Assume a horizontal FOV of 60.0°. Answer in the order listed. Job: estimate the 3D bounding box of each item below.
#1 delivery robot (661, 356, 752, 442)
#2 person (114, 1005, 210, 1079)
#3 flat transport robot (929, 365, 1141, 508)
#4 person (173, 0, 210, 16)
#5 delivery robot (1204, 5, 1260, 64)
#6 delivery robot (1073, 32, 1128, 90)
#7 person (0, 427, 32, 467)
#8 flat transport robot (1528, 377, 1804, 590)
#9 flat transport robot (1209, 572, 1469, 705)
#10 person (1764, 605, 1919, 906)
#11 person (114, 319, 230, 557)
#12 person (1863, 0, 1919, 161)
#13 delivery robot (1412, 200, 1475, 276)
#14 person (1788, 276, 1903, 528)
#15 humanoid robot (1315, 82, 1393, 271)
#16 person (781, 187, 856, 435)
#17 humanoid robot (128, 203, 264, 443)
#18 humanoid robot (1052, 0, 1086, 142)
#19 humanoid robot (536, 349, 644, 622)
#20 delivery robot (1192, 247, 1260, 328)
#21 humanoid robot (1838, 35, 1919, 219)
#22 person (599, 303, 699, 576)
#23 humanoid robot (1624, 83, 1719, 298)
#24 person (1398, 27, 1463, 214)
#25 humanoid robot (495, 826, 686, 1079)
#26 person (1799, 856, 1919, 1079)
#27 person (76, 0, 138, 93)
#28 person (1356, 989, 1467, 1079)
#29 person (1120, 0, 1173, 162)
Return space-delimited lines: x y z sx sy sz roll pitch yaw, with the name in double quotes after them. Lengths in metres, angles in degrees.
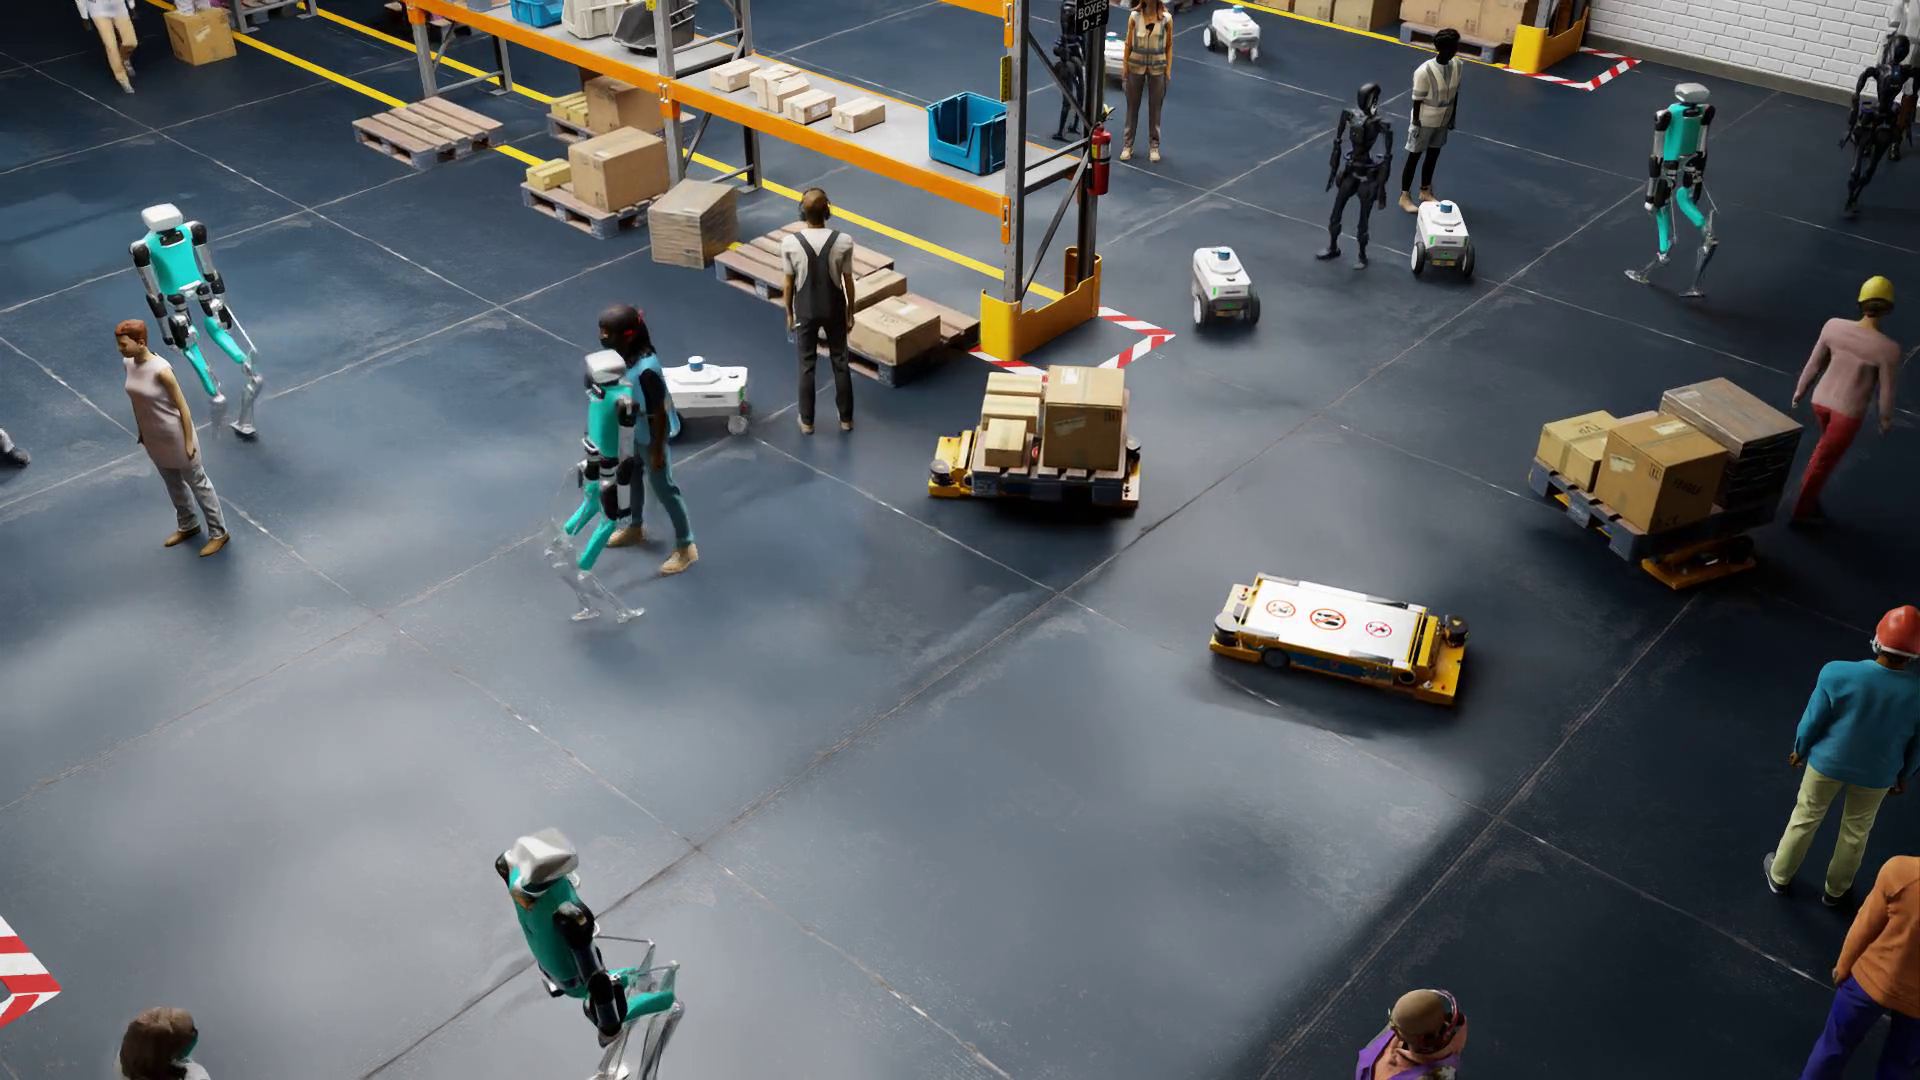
-1.928 -1.039 12.081 0.790 0.614 0.499 -1 35 -1 "delivery robot"
-2.886 2.326 6.237 0.671 1.619 0.488 -26 42 -33 "person"
0.531 -0.511 11.550 1.431 0.231 0.659 4 35 5 "flat transport robot"
-8.722 -6.358 18.626 0.721 1.856 0.823 -13 37 -18 "person"
3.131 -5.794 18.960 0.499 0.603 0.794 -8 35 -11 "delivery robot"
1.616 -5.218 18.133 0.815 0.612 0.499 14 37 20 "delivery robot"
-6.812 -1.098 11.057 0.535 1.800 0.790 26 42 33 "person"
4.527 -0.185 11.078 0.659 0.231 1.431 -14 37 -19 "flat transport robot"
2.277 0.575 9.977 1.431 0.231 0.659 12 36 17 "flat transport robot"
4.297 1.043 7.988 0.562 1.755 0.319 14 37 19 "person"
-5.013 -0.651 10.526 0.459 1.659 0.270 15 37 20 "person"
9.162 -4.634 16.071 0.546 1.926 0.388 12 37 17 "person"
4.164 -2.642 14.374 0.499 0.581 0.774 3 35 4 "delivery robot"
5.749 -0.876 10.784 0.552 1.732 0.575 -15 37 -21 "person"
3.379 -3.076 14.040 0.621 1.642 0.373 28 43 34 "humanoid robot"
-0.982 -1.607 11.764 0.500 1.836 0.345 -4 35 -5 "person"
-5.214 -1.400 11.614 0.745 1.862 0.540 25 42 31 "humanoid robot"
1.122 -4.807 16.531 0.329 1.647 0.612 16 38 21 "humanoid robot"
-2.239 -0.233 9.860 0.792 1.760 0.540 -22 40 -29 "humanoid robot"
2.139 -2.106 13.599 0.499 0.583 0.774 -4 35 -5 "delivery robot"
8.274 -3.704 14.941 0.606 1.645 0.537 6 35 9 "humanoid robot"
-2.006 -0.663 10.383 0.426 1.855 0.620 -26 42 -32 "person"
5.959 -2.724 13.521 0.530 1.773 1.020 -11 36 -16 "humanoid robot"
4.274 -3.801 15.061 0.532 1.693 0.320 -18 38 -24 "person"
-1.429 1.739 6.881 0.533 1.677 0.735 29 44 35 "humanoid robot"
3.828 1.787 6.725 0.519 1.973 0.398 19 39 25 "person"
-9.098 -5.675 17.739 0.586 1.728 0.464 -27 43 -33 "person"
1.641 2.276 6.260 0.347 1.691 0.481 -3 35 -5 "person"
1.802 -4.528 16.041 0.478 1.777 0.306 5 35 7 "person"
